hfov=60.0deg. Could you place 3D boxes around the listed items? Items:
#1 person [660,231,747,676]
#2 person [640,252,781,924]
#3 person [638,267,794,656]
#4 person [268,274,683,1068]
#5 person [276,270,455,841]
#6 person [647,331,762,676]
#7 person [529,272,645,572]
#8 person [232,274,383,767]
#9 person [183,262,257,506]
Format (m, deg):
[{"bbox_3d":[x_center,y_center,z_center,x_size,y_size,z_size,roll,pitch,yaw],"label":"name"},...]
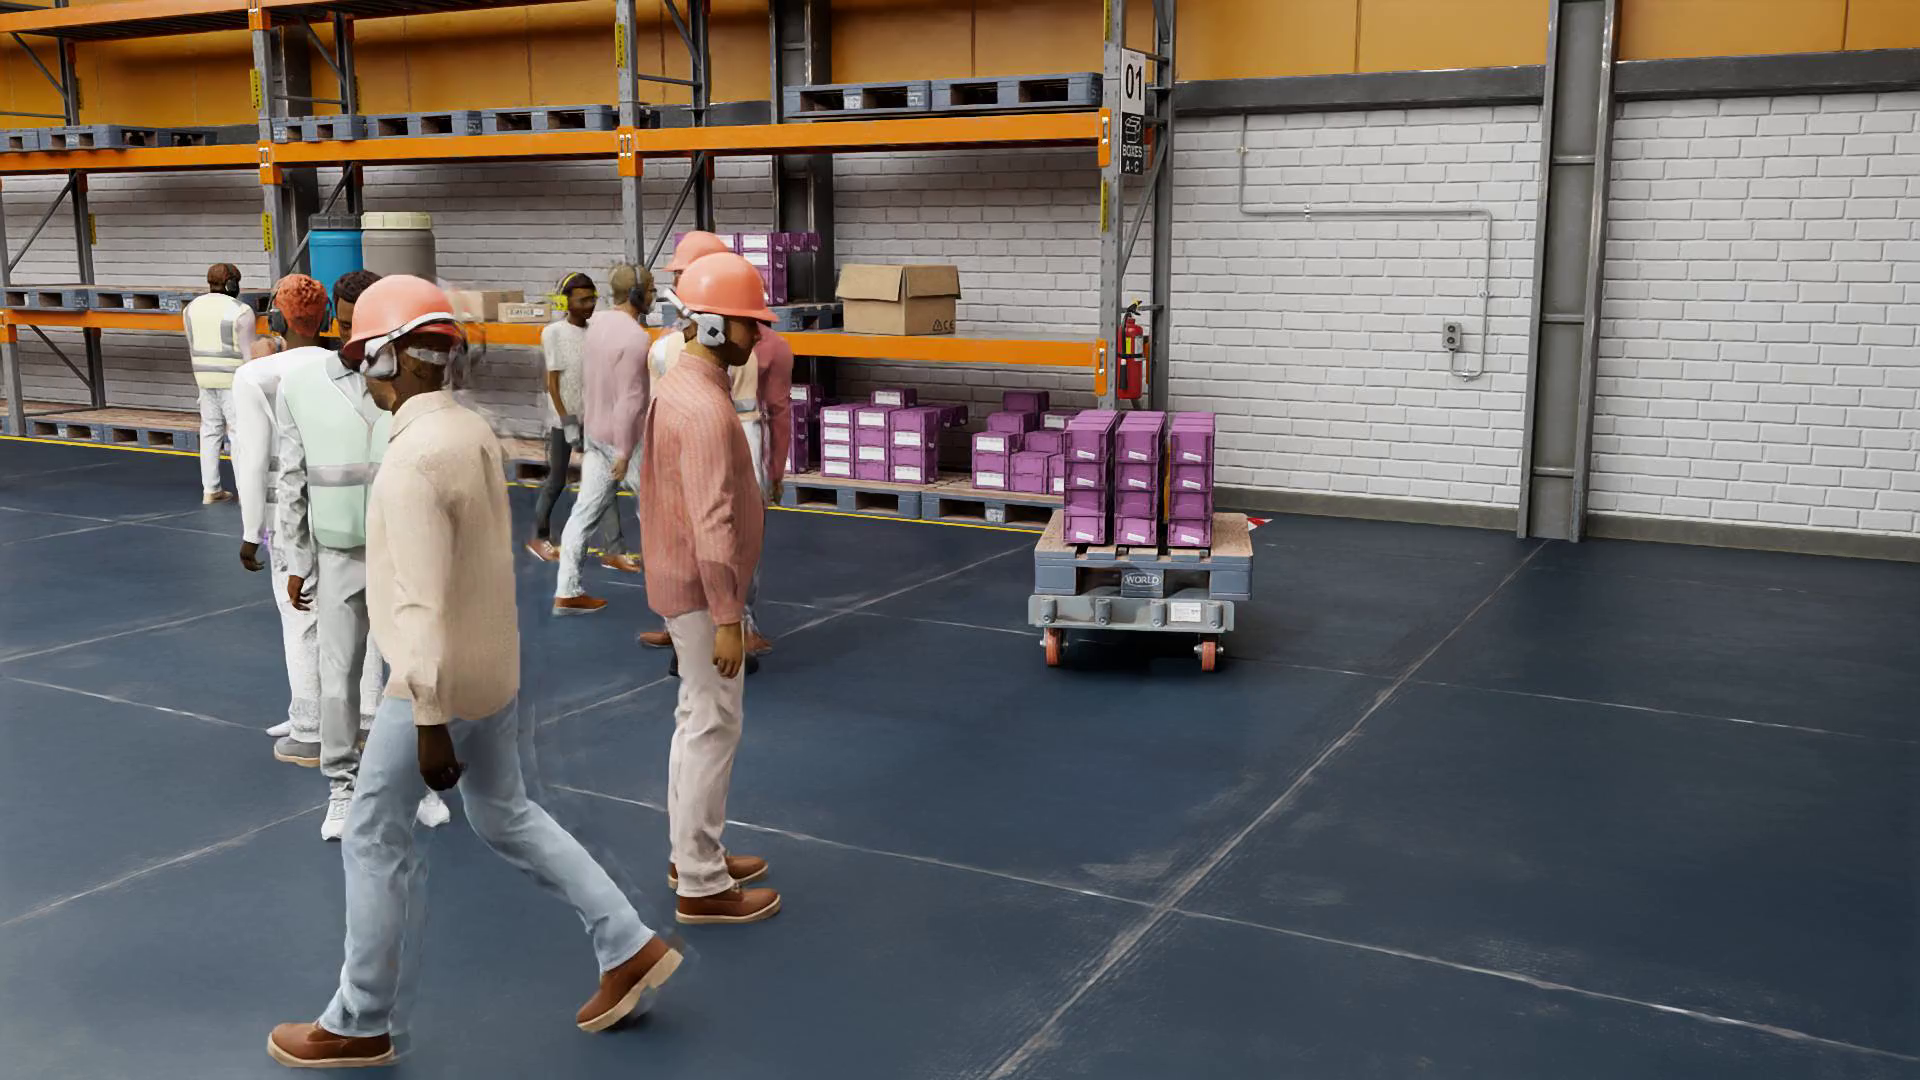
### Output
[{"bbox_3d":[-1.166,-0.382,7.654,0.372,2.043,0.615,-1,10,-7],"label":"person"},{"bbox_3d":[-0.725,0.154,4.907,0.410,1.980,0.626,-3,11,-17],"label":"person"},{"bbox_3d":[-1.204,-0.360,7.993,0.820,1.898,0.372,0,10,2],"label":"person"},{"bbox_3d":[-1.196,0.326,4.085,0.946,1.948,0.621,0,10,1],"label":"person"},{"bbox_3d":[-1.994,0.046,5.670,0.587,1.914,0.390,-4,11,-23],"label":"person"},{"bbox_3d":[-1.142,-0.311,7.610,0.550,1.924,0.391,4,11,19],"label":"person"},{"bbox_3d":[-2.359,-0.722,10.187,0.936,1.823,0.483,10,14,43],"label":"person"},{"bbox_3d":[-2.478,-0.072,6.397,0.342,1.882,0.586,10,14,43],"label":"person"},{"bbox_3d":[-5.541,-1.173,12.603,0.620,1.835,0.431,3,11,18],"label":"person"}]
